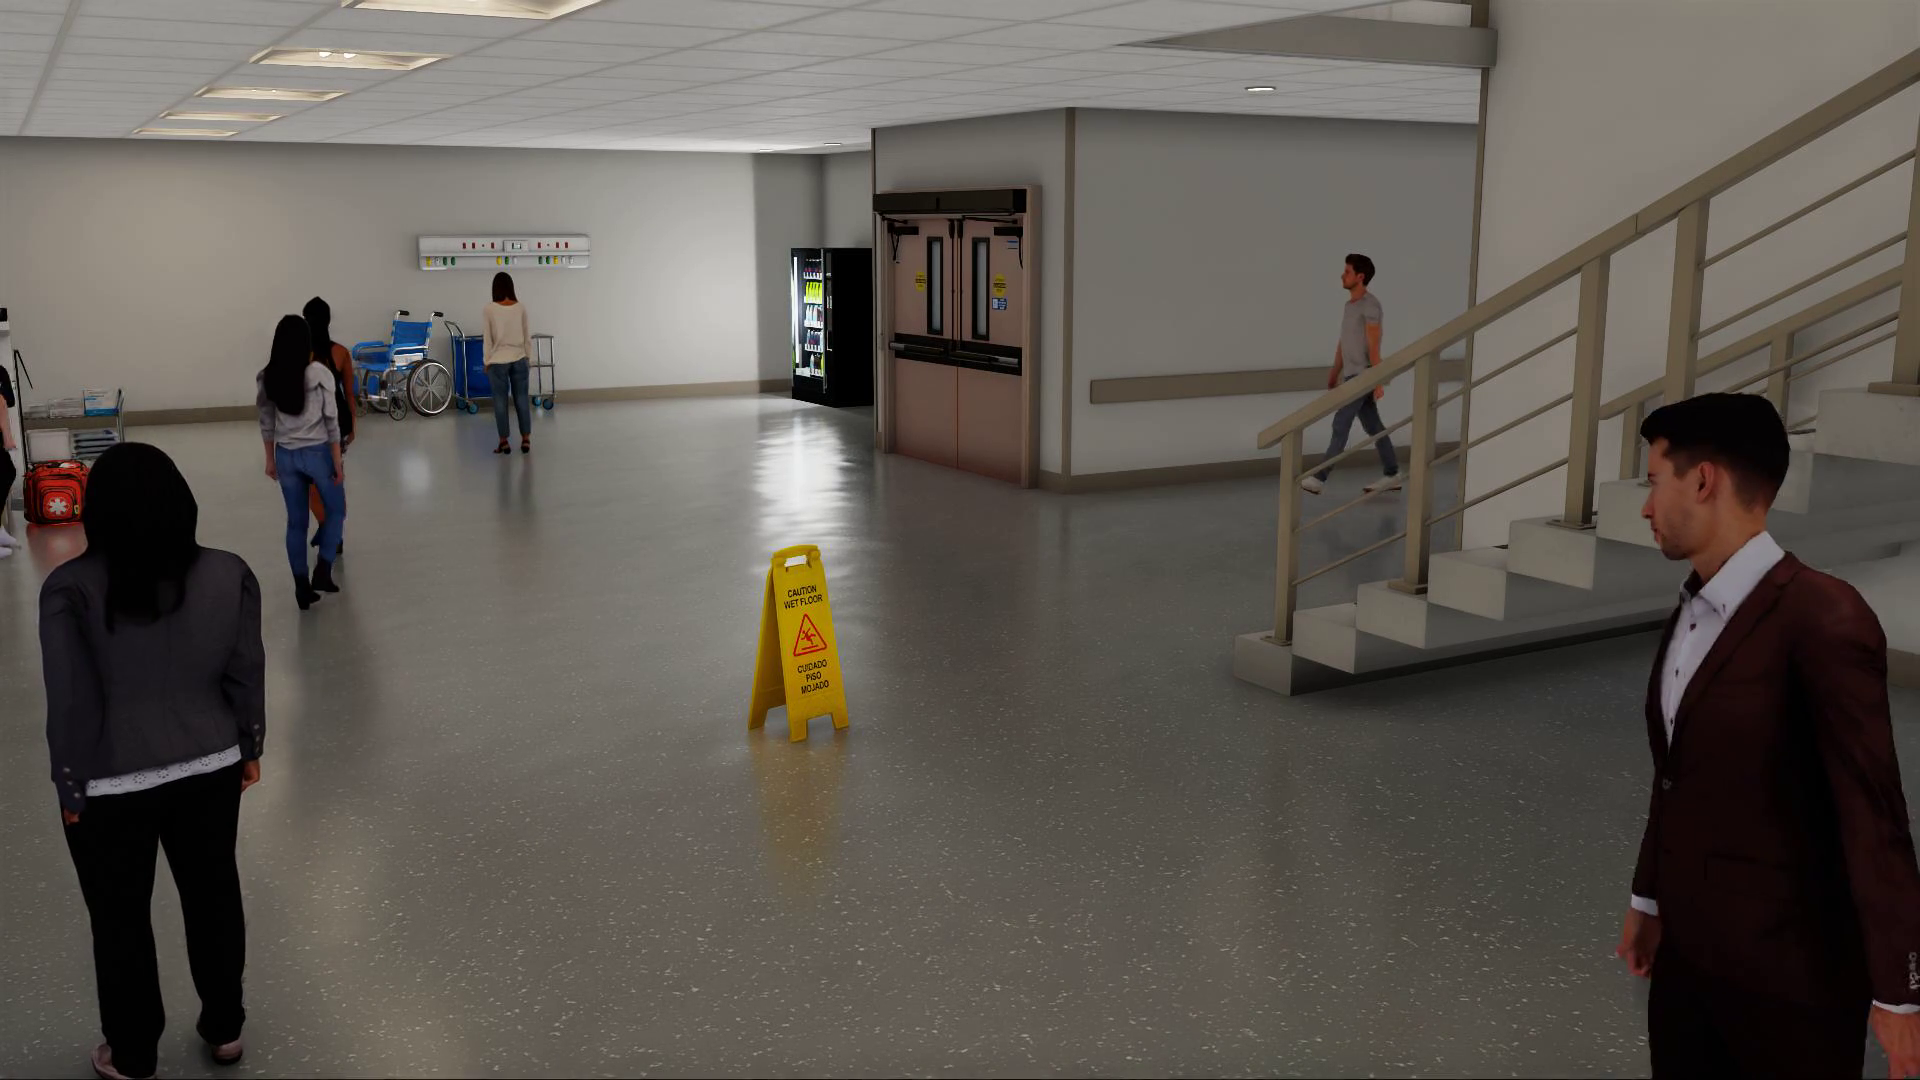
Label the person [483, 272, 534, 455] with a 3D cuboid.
[{"bbox_3d":[-4.212,-1.649,15.482,0.613,1.681,0.519,-6,12,-30],"label":"person"}]

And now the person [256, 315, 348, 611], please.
[{"bbox_3d":[-3.630,-0.415,9.149,0.728,1.618,0.753,0,11,0],"label":"person"}]

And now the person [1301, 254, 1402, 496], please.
[{"bbox_3d":[3.174,-1.231,12.839,1.098,1.845,1.231,-1,11,-4],"label":"person"}]

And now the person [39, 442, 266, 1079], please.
[{"bbox_3d":[-1.982,0.554,4.092,0.747,1.598,0.743,10,15,43],"label":"person"}]

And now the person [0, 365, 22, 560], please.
[{"bbox_3d":[-6.236,-0.664,10.447,0.685,1.623,0.786,8,13,36],"label":"person"}]

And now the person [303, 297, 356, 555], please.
[{"bbox_3d":[-4.067,-0.718,10.649,0.629,1.653,0.621,-8,13,-37],"label":"person"}]

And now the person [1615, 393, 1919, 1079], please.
[{"bbox_3d":[1.380,0.697,2.747,1.046,1.820,0.784,-4,11,-18],"label":"person"}]
